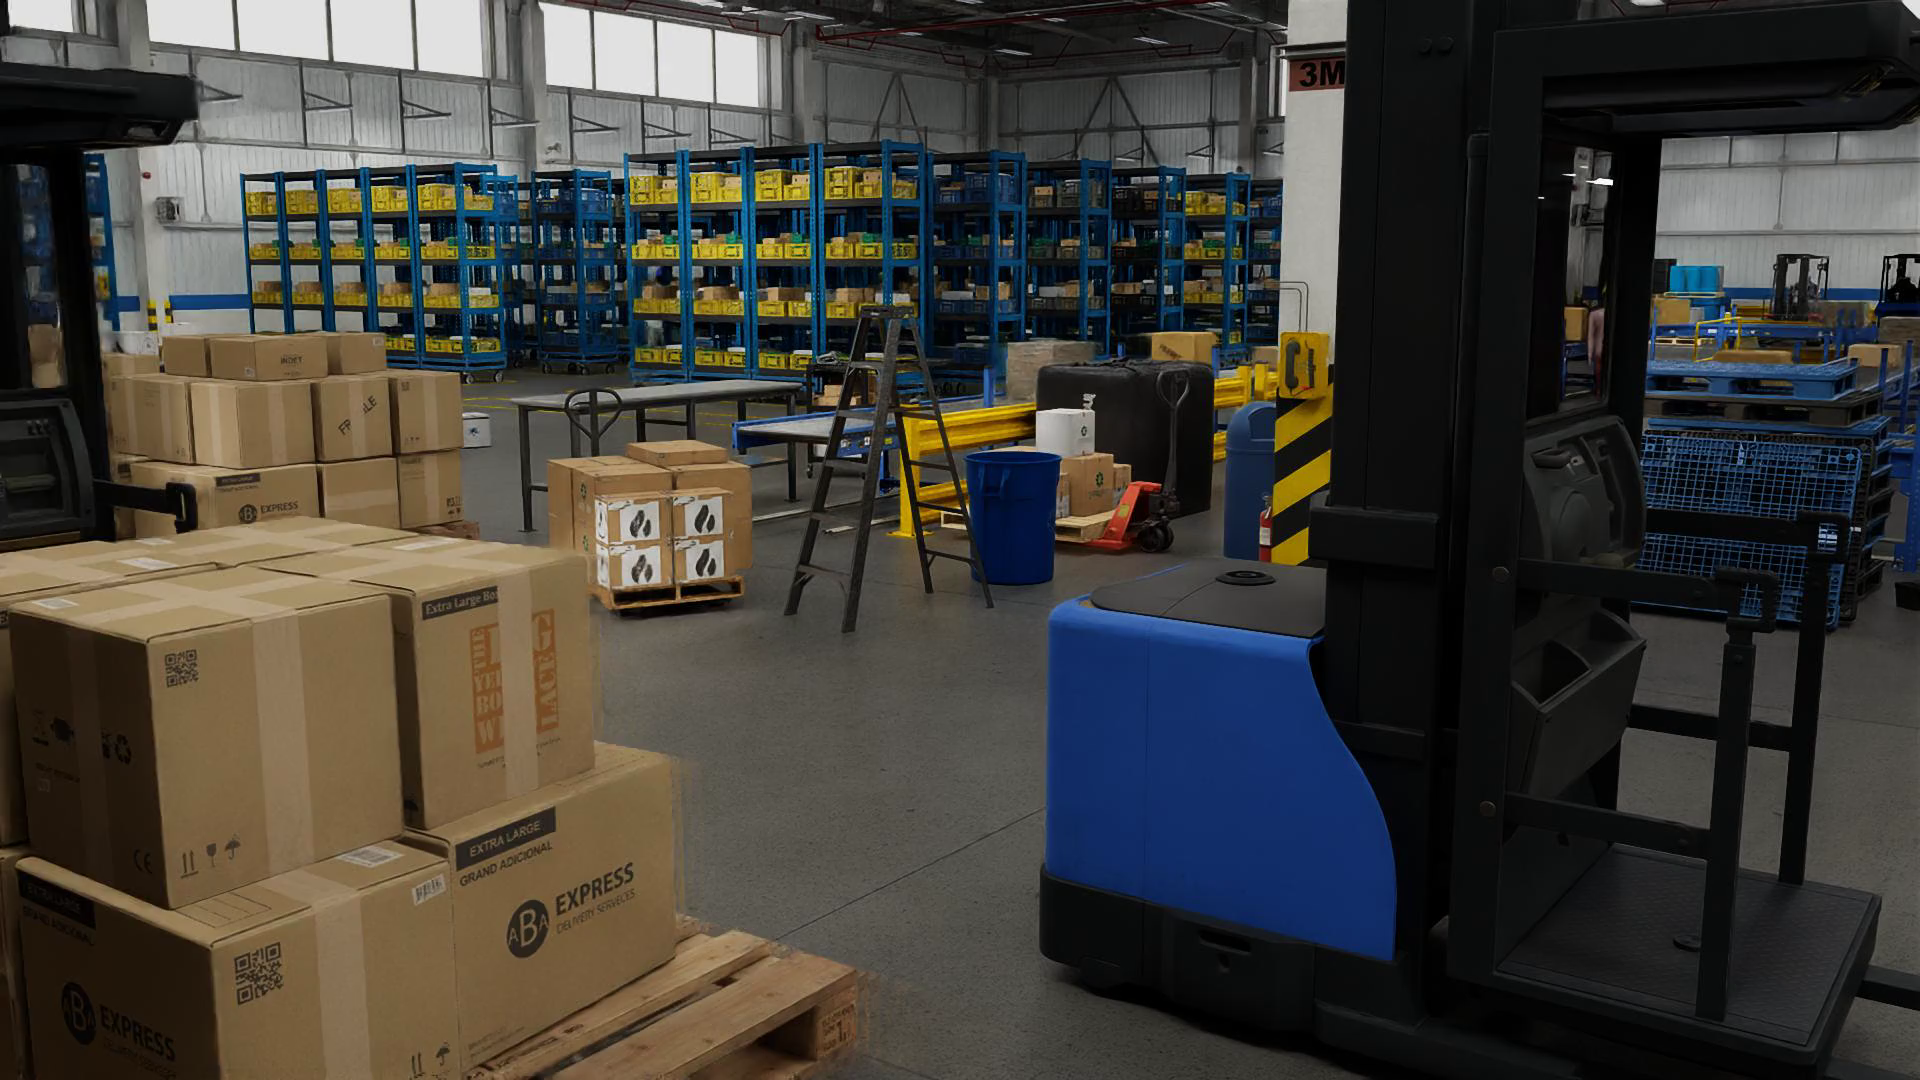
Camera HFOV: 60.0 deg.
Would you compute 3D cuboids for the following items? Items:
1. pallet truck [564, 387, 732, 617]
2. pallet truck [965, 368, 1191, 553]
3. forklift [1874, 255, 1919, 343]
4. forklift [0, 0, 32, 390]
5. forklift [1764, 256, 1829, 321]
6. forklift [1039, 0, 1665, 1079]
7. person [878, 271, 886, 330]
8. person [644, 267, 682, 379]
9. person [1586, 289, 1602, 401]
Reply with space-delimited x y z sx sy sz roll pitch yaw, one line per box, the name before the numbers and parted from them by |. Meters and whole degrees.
pallet truck | -1.981 -0.274 10.088 0.680 1.201 1.601 -5 11 -28
pallet truck | 0.845 -0.609 11.869 1.630 1.274 0.653 7 12 35
forklift | 22.089 -5.634 38.796 1.157 1.987 2.680 6 11 33
forklift | -3.240 -0.228 4.901 1.873 2.768 1.129 7 12 35
forklift | 20.253 -5.854 40.139 1.157 1.987 2.680 7 12 35
forklift | 1.249 -0.137 4.360 1.873 2.768 1.129 7 12 35
person | -1.608 -5.046 36.802 0.663 1.801 0.591 8 12 38
person | -4.987 -3.641 28.078 0.914 1.913 0.646 -9 13 -42
person | 8.965 -2.701 23.095 0.508 1.721 0.880 4 10 23
